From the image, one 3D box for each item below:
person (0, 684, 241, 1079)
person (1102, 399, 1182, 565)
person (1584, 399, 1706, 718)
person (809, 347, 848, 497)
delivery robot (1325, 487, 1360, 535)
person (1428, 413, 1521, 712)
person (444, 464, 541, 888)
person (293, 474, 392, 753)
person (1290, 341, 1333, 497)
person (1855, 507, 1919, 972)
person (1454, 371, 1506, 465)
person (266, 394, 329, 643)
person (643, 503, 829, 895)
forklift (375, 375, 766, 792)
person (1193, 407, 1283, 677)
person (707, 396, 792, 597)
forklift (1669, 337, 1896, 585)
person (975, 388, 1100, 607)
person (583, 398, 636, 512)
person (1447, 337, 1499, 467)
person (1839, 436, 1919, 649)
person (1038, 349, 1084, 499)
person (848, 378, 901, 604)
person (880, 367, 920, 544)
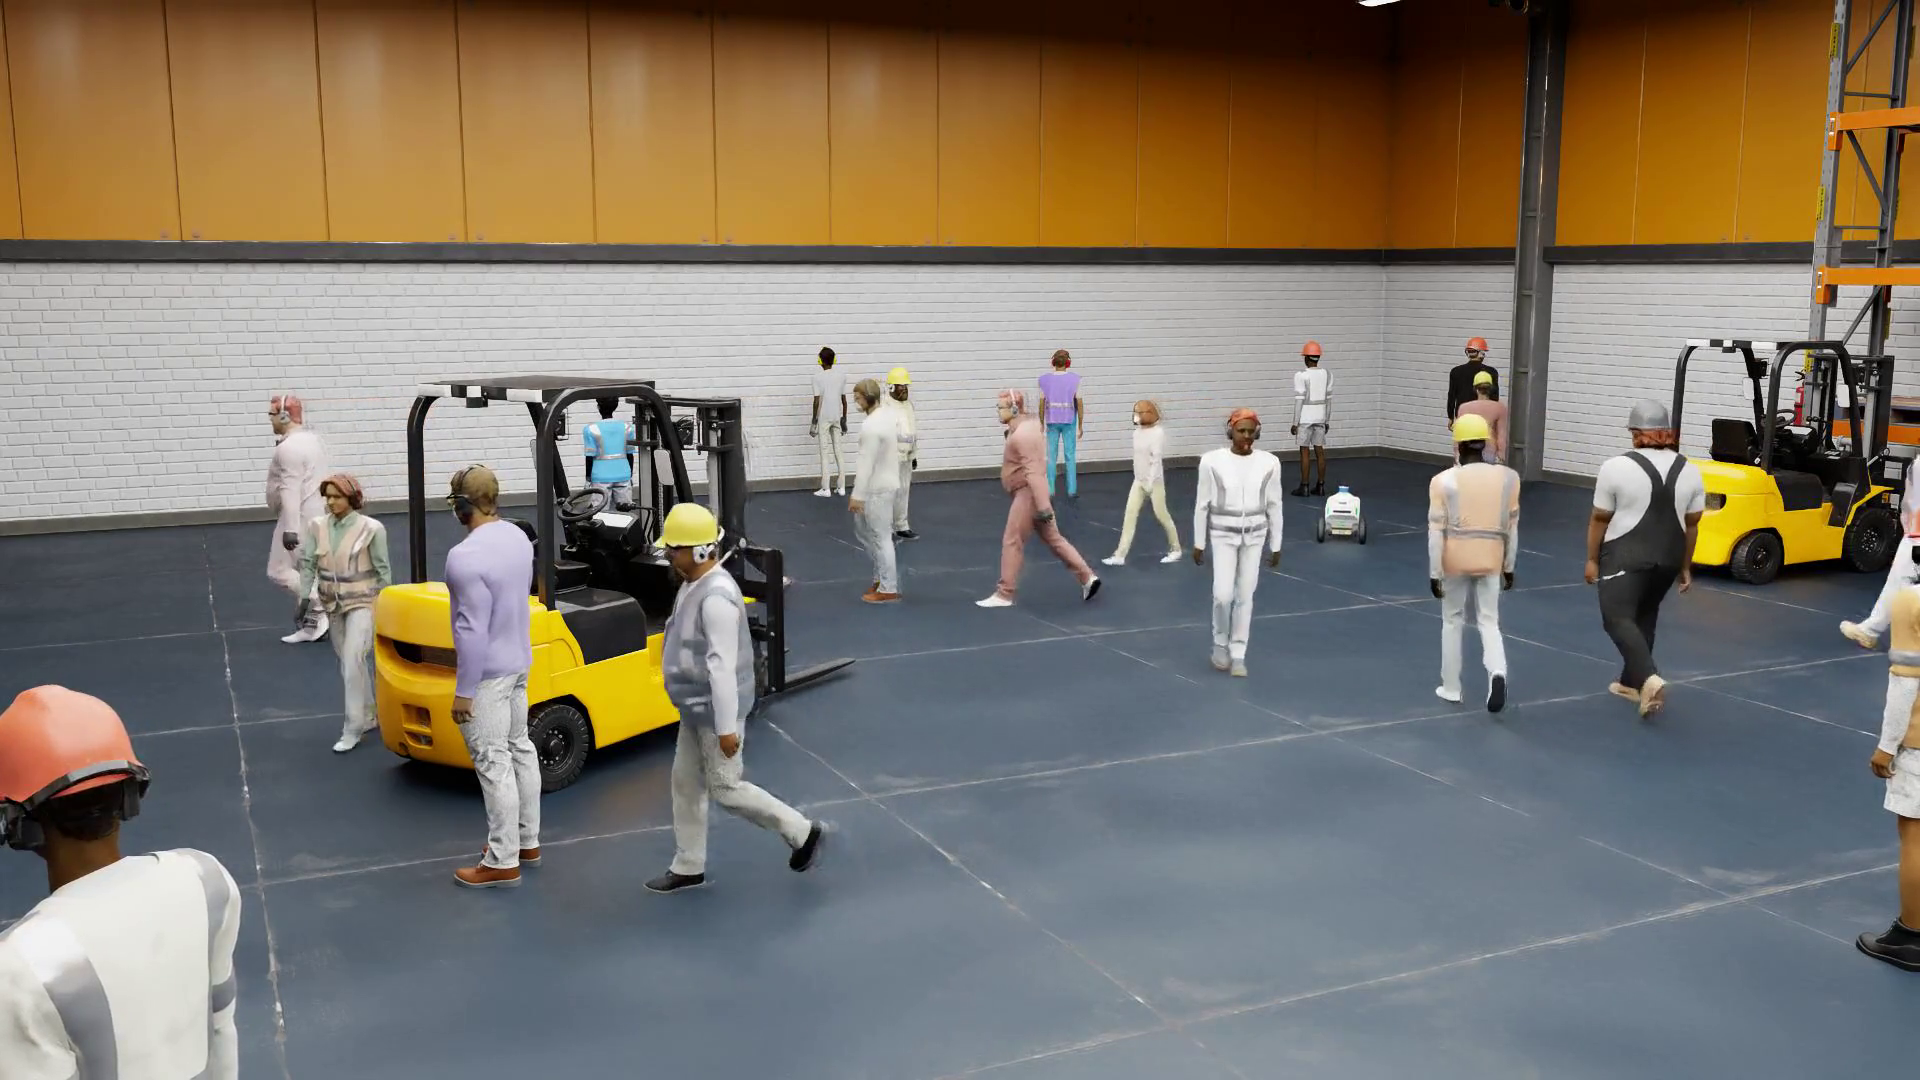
[{"bbox_3d":[-1.621,1.276,3.167,0.386,2.039,0.615,2,9,13],"label":"person"},{"bbox_3d":[1.796,-0.547,15.877,0.857,1.590,0.516,-5,10,-29],"label":"person"},{"bbox_3d":[4.341,0.091,10.521,0.693,2.000,0.880,-1,9,-9],"label":"person"},{"bbox_3d":[-1.640,-1.469,20.742,0.534,1.864,0.310,-6,11,-35],"label":"person"},{"bbox_3d":[3.992,-0.314,17.336,0.477,0.478,0.707,2,10,14],"label":"delivery robot"},{"bbox_3d":[3.272,0.153,10.565,0.601,1.903,0.720,0,9,1],"label":"person"},{"bbox_3d":[-2.135,0.615,7.586,0.351,1.936,0.635,2,9,9],"label":"person"},{"bbox_3d":[-3.641,0.426,9.775,0.529,1.615,0.709,3,10,18],"label":"person"},{"bbox_3d":[4.360,-1.503,20.728,0.552,1.935,0.366,-4,10,-24],"label":"person"},{"bbox_3d":[3.909,0.767,6.665,0.543,1.933,0.364,-2,9,-11],"label":"person"},{"bbox_3d":[5.642,-0.963,18.011,0.529,1.736,0.843,0,9,-1],"label":"person"},{"bbox_3d":[-4.942,-0.141,12.414,0.454,1.890,0.662,-1,9,-8],"label":"person"},{"bbox_3d":[-1.011,0.714,7.420,0.752,1.804,0.593,-3,10,-18],"label":"person"},{"bbox_3d":[-2.268,0.149,9.685,1.214,2.155,2.313,6,11,32],"label":"forklift"},{"bbox_3d":[1.927,0.020,11.472,0.606,1.870,0.410,-1,9,-5],"label":"person"},{"bbox_3d":[-1.842,-0.302,13.719,0.850,1.800,0.549,1,9,7],"label":"person"},{"bbox_3d":[7.551,-0.789,15.507,2.313,2.155,1.214,-4,10,-25],"label":"forklift"},{"bbox_3d":[0.674,-0.348,13.873,0.995,1.853,0.673,1,9,8],"label":"person"},{"bbox_3d":[-3.305,-0.570,15.685,0.540,1.696,0.316,-7,12,-39],"label":"person"},{"bbox_3d":[6.388,-1.527,20.713,0.617,1.989,0.392,5,10,27],"label":"person"},{"bbox_3d":[6.967,-0.043,12.093,0.653,1.799,0.926,-4,10,-26],"label":"person"},{"bbox_3d":[1.239,-1.419,20.491,0.565,1.846,0.390,2,9,9],"label":"person"},{"bbox_3d":[-0.729,-0.404,13.983,0.484,1.911,0.639,1,9,6],"label":"person"},{"bbox_3d":[-0.643,-0.876,17.205,0.403,1.824,0.592,6,11,33],"label":"person"}]
